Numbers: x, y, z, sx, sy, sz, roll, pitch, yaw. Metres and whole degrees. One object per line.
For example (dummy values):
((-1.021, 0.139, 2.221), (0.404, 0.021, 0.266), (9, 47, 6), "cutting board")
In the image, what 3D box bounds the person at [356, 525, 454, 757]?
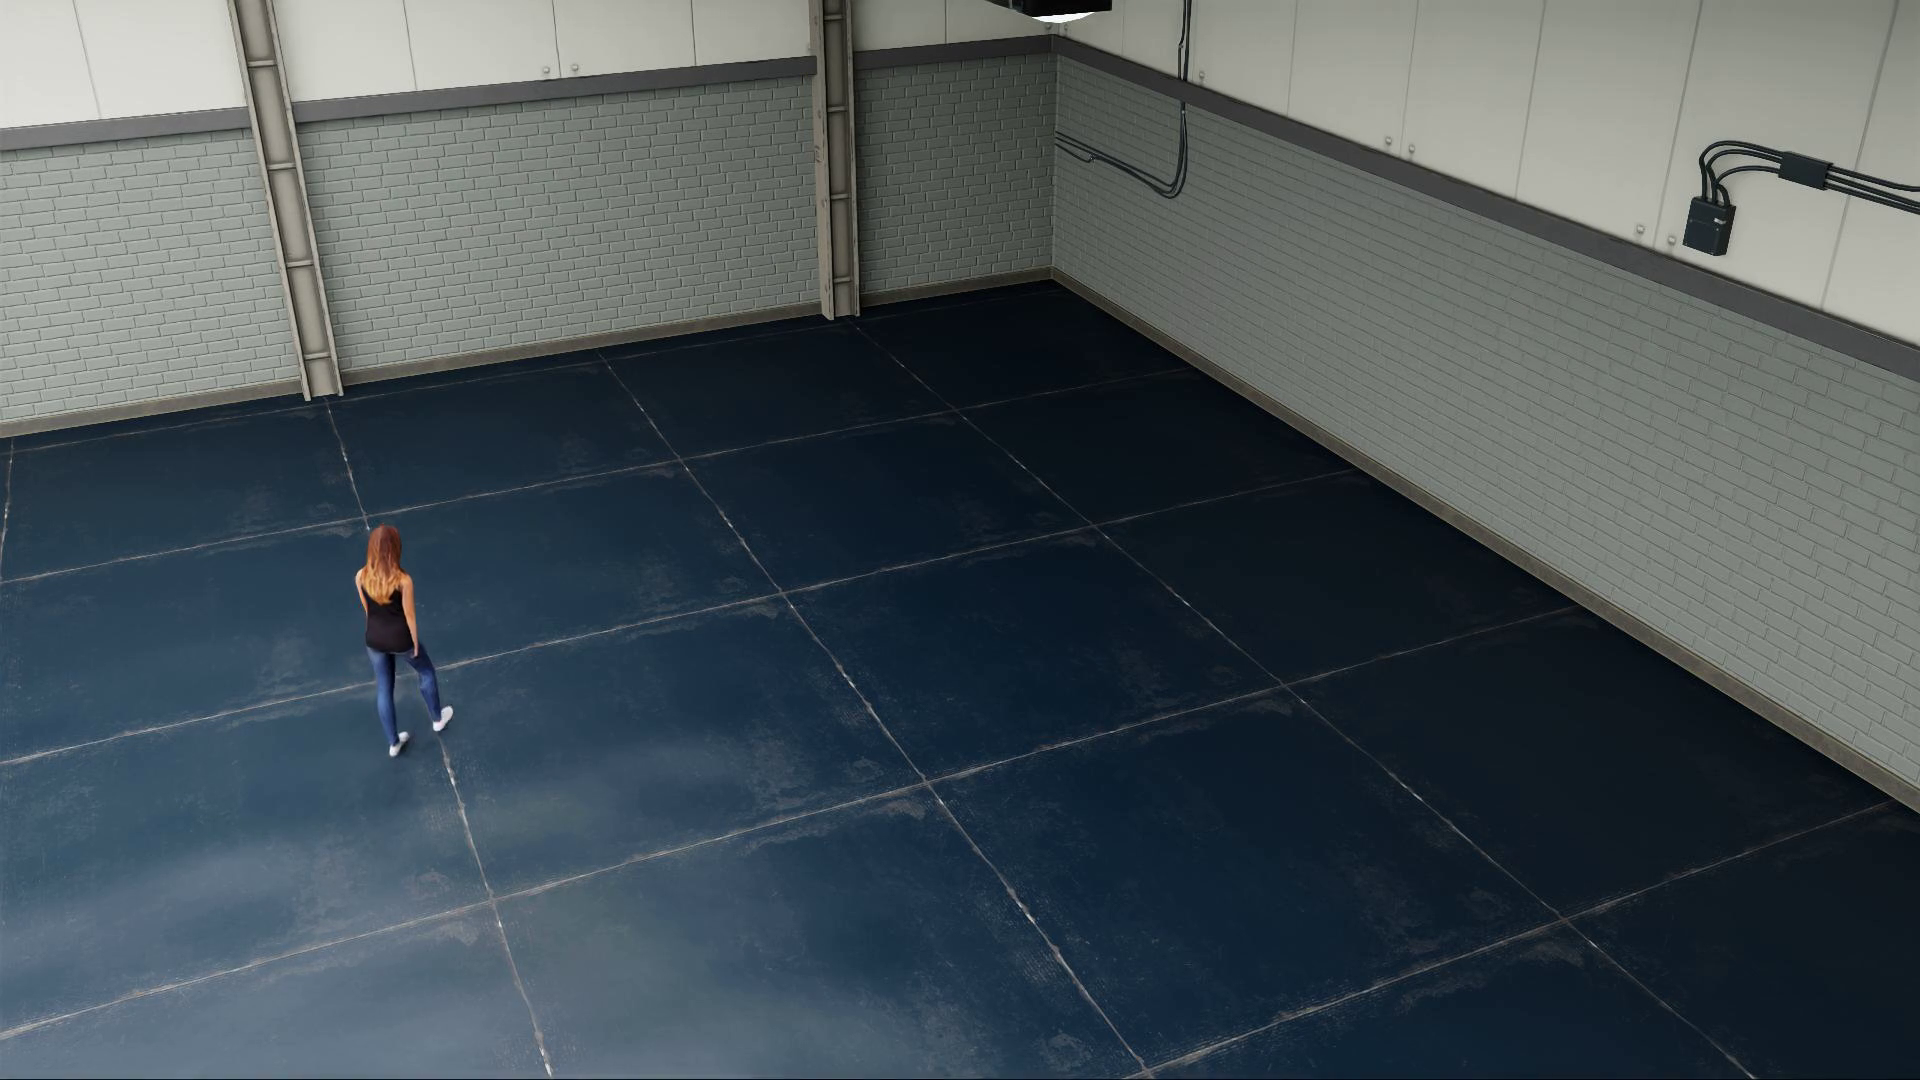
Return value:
((-3.988, 0.749, 11.588), (0.840, 1.700, 0.846), (1, 27, 2), "person")
